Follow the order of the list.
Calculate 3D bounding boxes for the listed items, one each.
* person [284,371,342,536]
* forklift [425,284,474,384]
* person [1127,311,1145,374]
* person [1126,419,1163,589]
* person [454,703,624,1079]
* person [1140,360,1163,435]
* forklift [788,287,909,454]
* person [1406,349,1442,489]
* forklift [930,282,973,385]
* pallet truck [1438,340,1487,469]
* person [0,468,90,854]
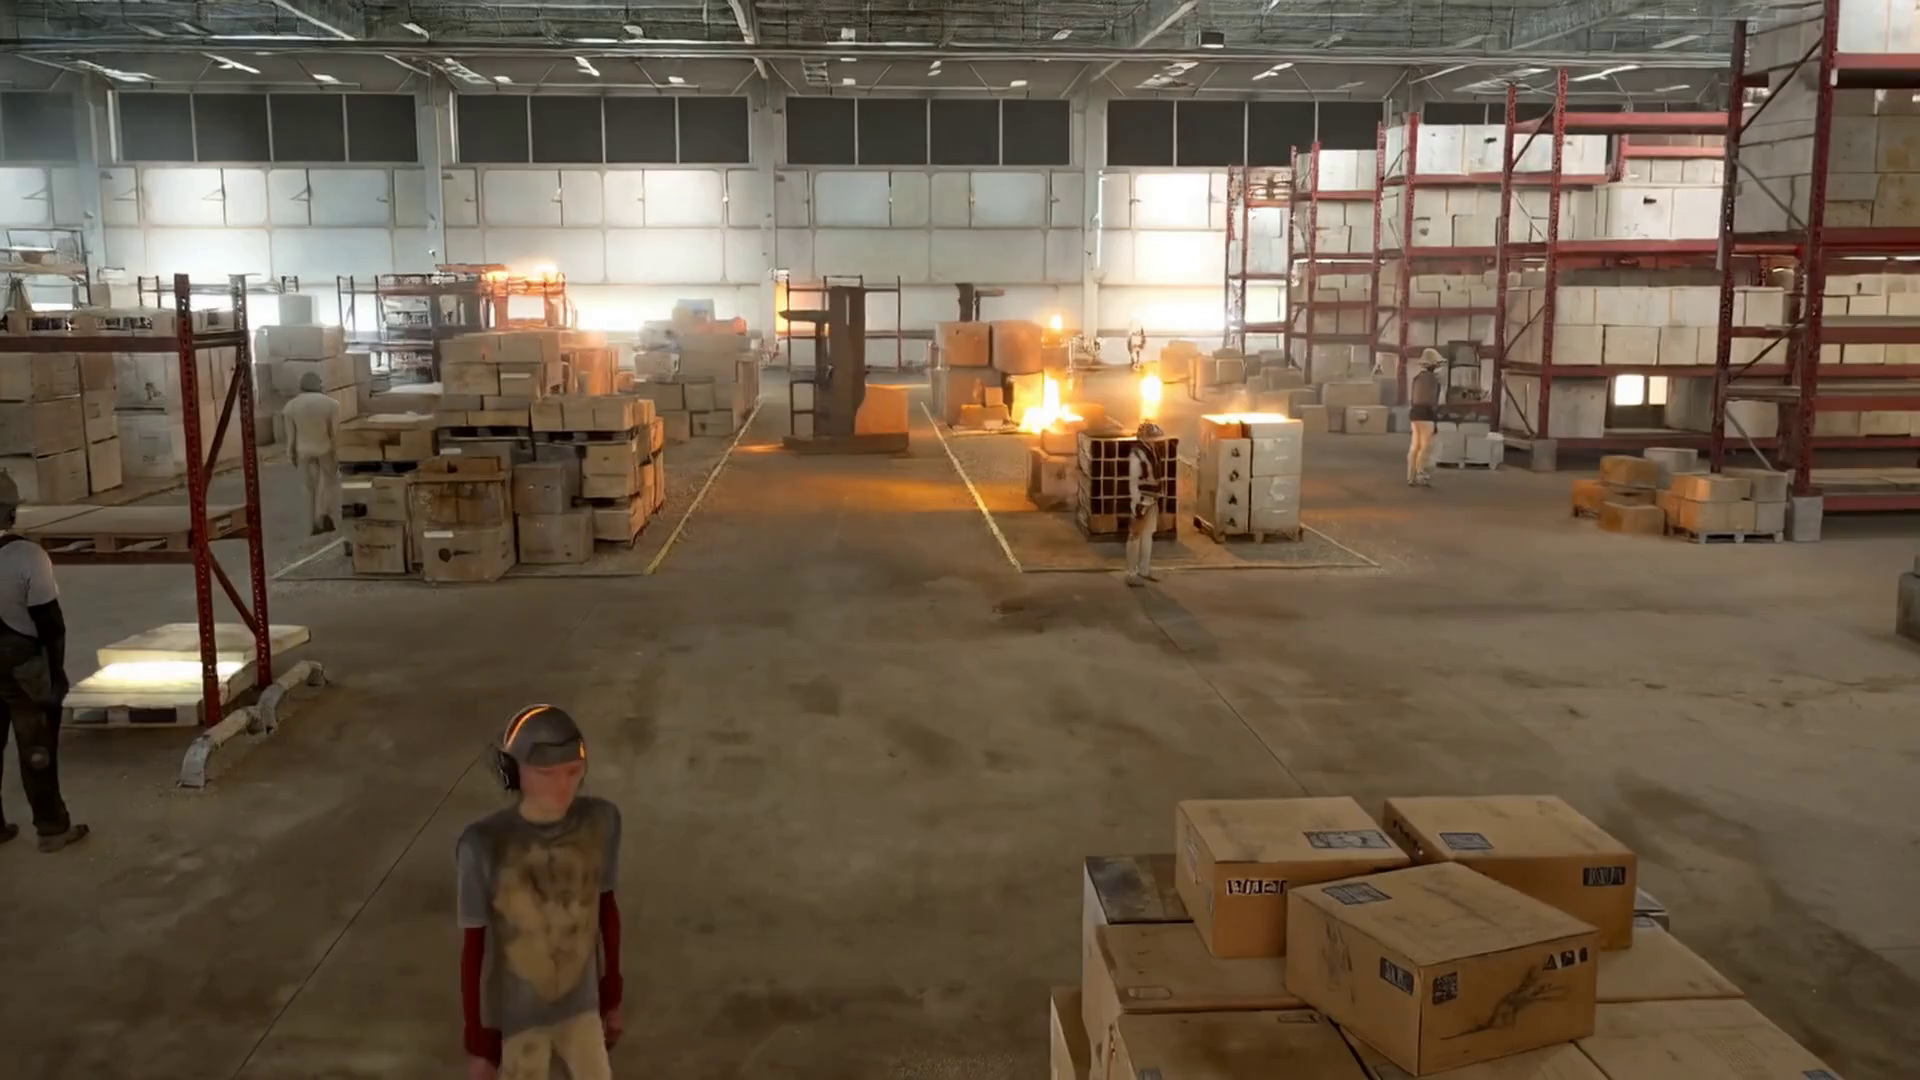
[{"bbox_3d":[-7.501,-1.007,19.363,0.651,1.915,0.514,-1,9,-6],"label":"person"},{"bbox_3d":[-11.460,-4.404,37.686,1.129,2.768,1.873,-5,10,-28],"label":"forklift"},{"bbox_3d":[5.393,-6.040,50.907,0.552,1.937,0.356,2,9,15],"label":"person"},{"bbox_3d":[1.799,-0.354,16.150,0.314,1.636,0.515,7,11,37],"label":"person"},{"bbox_3d":[-1.164,1.361,4.696,0.531,1.852,0.395,-6,11,-35],"label":"person"},{"bbox_3d":[3.018,-2.010,26.369,0.319,1.694,0.532,6,11,33],"label":"person"},{"bbox_3d":[-1.915,-2.940,28.488,1.873,2.768,1.129,-5,10,-28],"label":"forklift"},{"bbox_3d":[6.616,-1.713,23.603,0.415,1.985,0.611,-3,9,-16],"label":"person"},{"bbox_3d":[0.148,-5.571,45.009,1.873,2.768,1.129,-1,9,-4],"label":"forklift"},{"bbox_3d":[8.004,-2.170,26.422,0.823,1.965,1.885,2,9,14],"label":"pallet truck"},{"bbox_3d":[-4.973,0.628,8.718,0.684,2.000,0.538,1,9,4],"label":"person"}]
